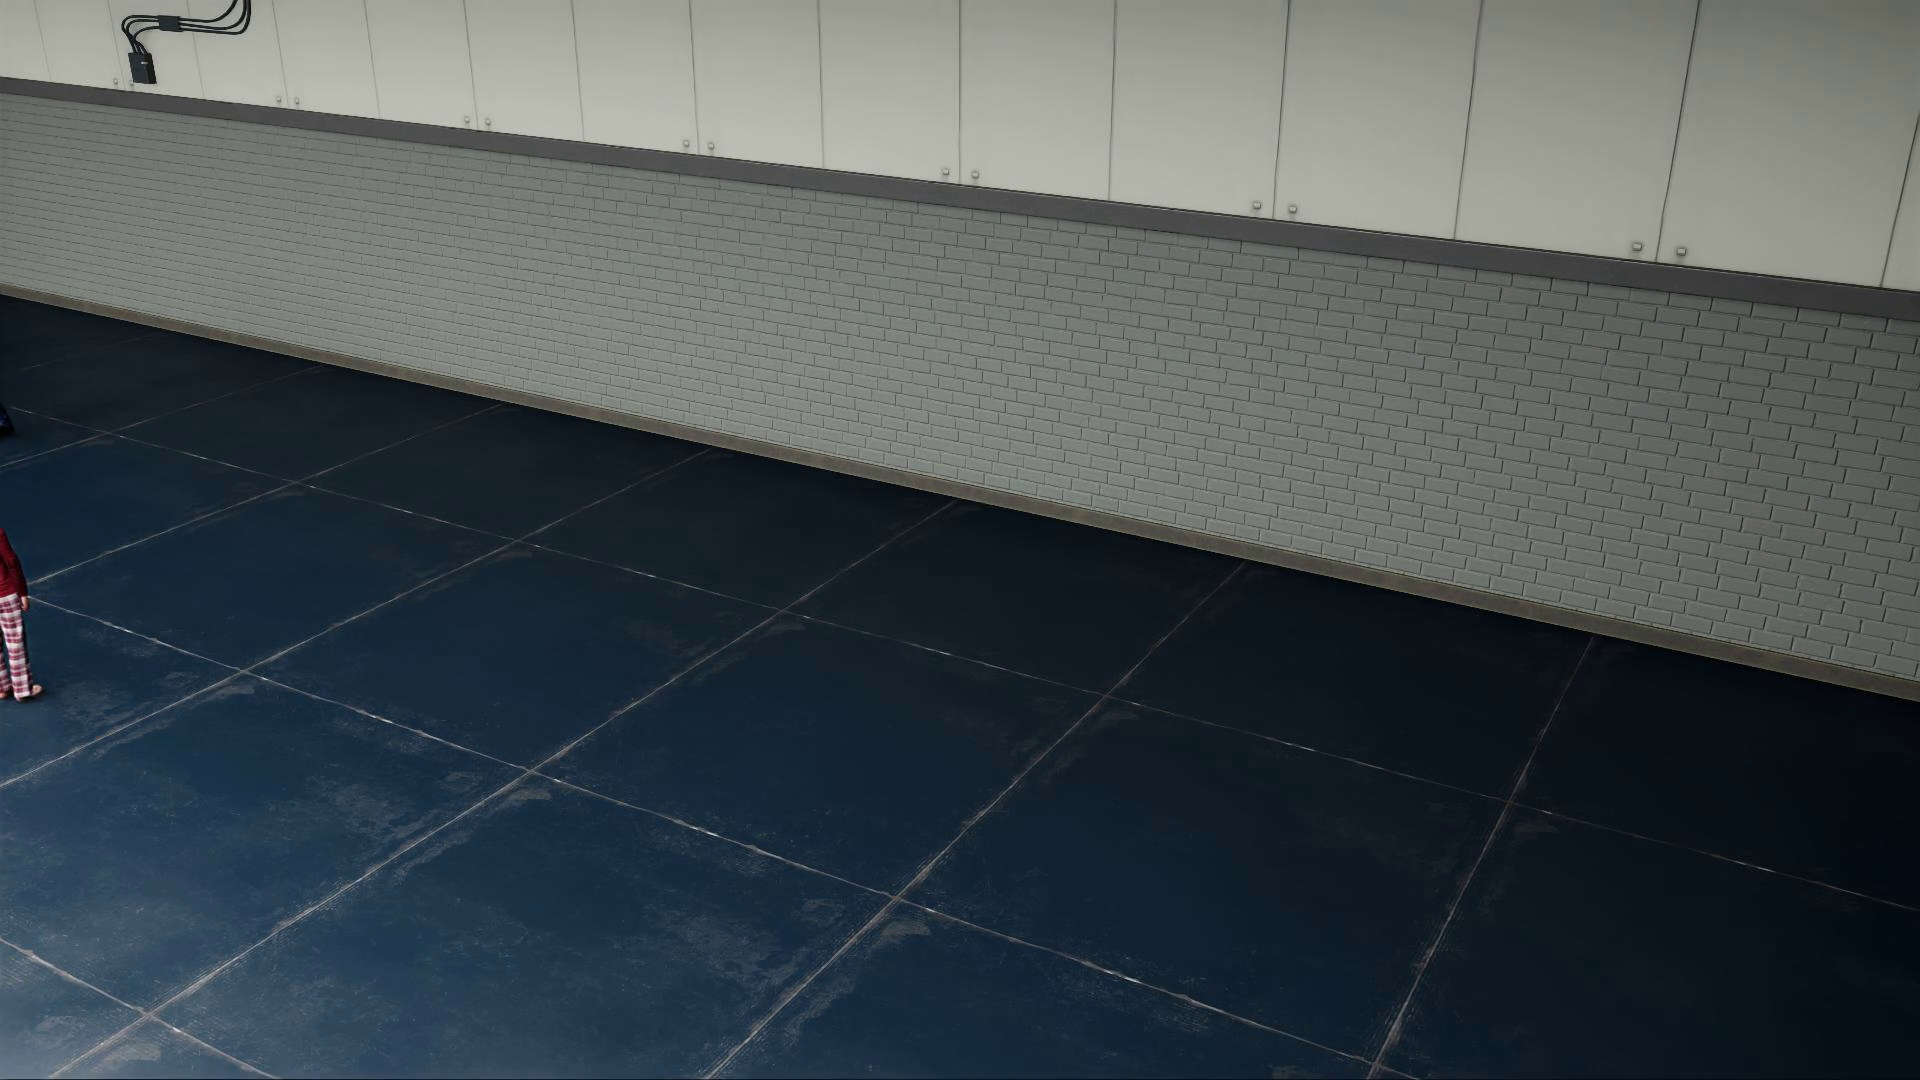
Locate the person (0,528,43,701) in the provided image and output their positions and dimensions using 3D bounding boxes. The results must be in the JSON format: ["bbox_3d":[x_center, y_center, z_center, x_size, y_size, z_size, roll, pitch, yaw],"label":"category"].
[{"bbox_3d":[-7.141,0.383,12.285,0.682,1.699,0.672,1,23,3],"label":"person"}]
